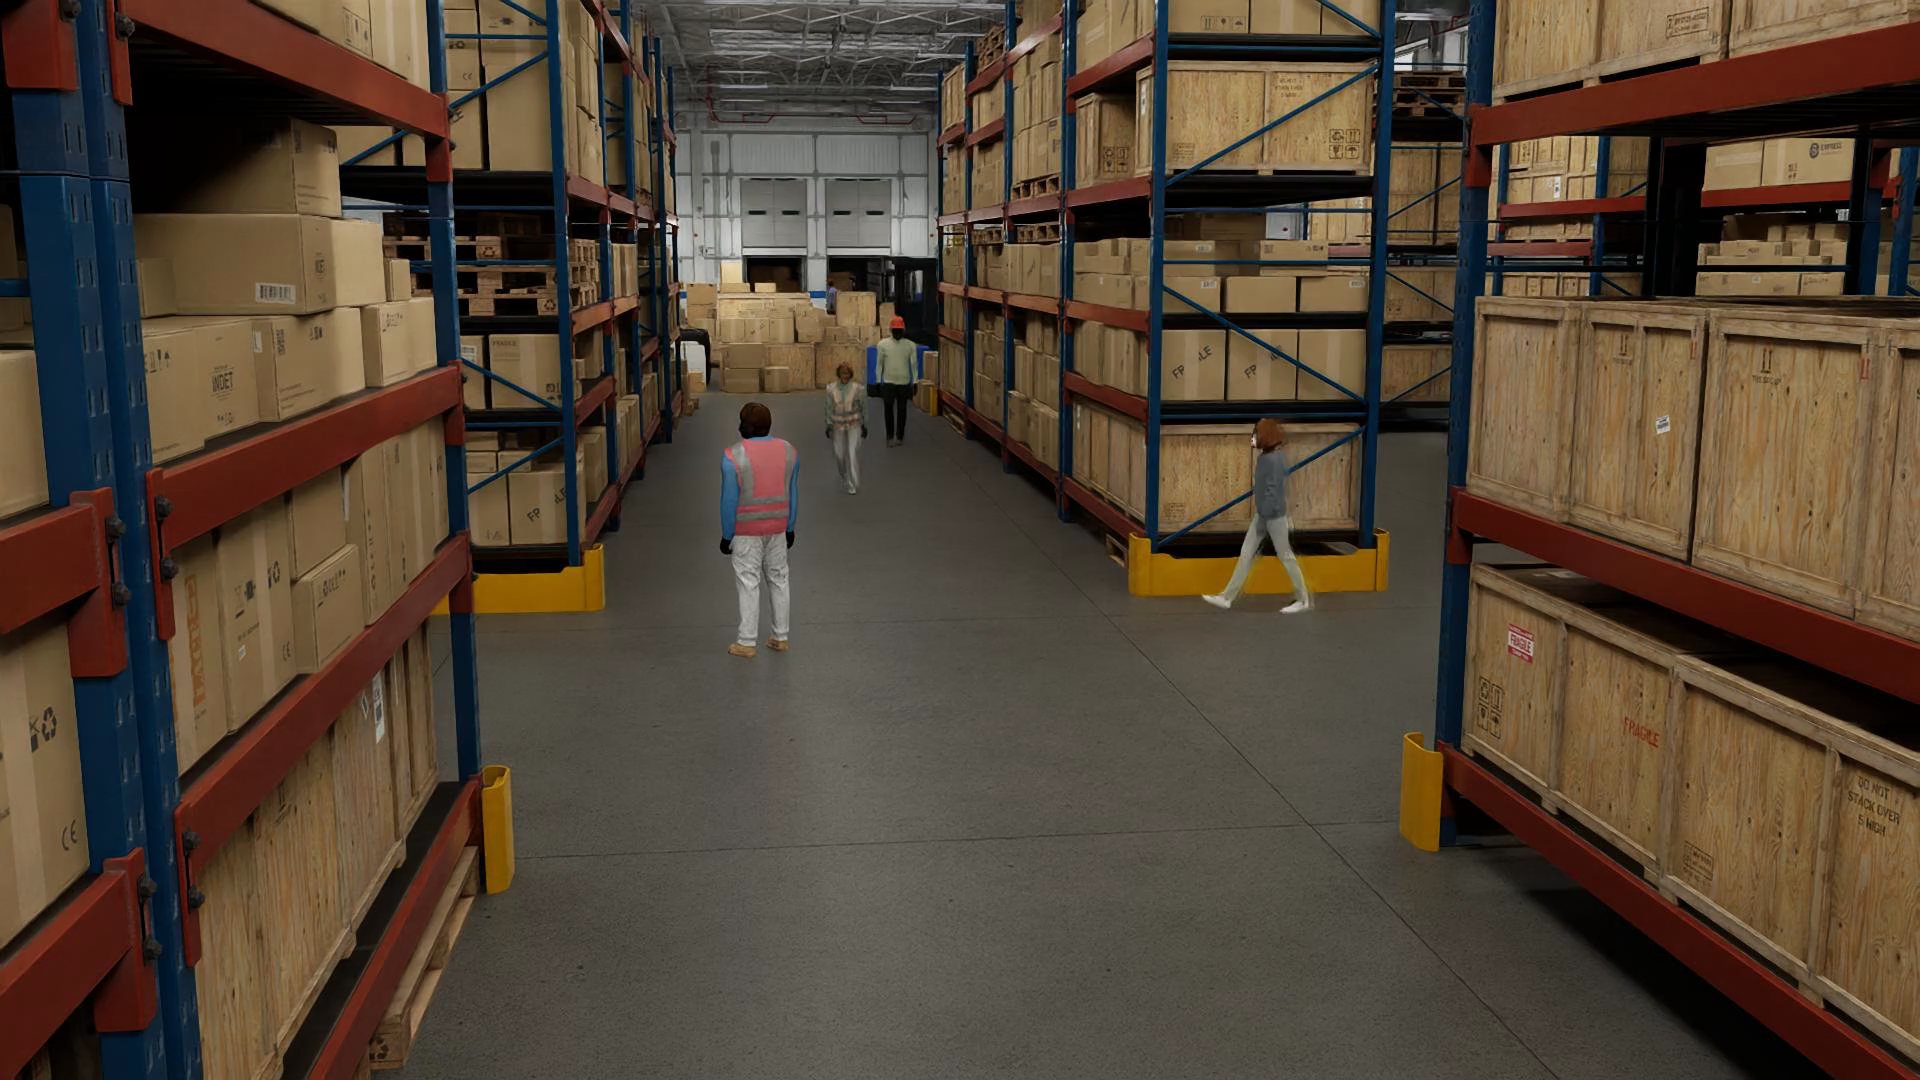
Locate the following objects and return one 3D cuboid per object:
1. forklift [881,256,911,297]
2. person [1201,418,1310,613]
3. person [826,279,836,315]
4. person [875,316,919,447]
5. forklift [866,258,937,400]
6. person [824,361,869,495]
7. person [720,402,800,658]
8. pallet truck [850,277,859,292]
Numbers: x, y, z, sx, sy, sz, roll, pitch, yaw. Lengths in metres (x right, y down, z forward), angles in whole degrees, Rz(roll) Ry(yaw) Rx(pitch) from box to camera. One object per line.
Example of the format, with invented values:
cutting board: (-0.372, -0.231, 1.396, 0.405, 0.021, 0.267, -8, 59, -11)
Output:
forklift: (-2.062, -7.792, 53.930, 1.129, 2.768, 1.873, -2, 10, -13)
person: (2.440, -0.185, 13.410, 0.881, 1.583, 0.518, -1, 10, -7)
person: (-5.321, -9.643, 67.521, 0.882, 1.905, 0.578, 2, 10, 14)
person: (-0.940, -2.362, 24.962, 0.654, 1.964, 0.836, -1, 10, -3)
forklift: (-0.924, -4.260, 33.368, 1.129, 2.768, 1.873, 8, 12, 37)
person: (-1.368, -1.367, 20.179, 0.548, 1.615, 0.484, 1, 10, 6)
person: (-1.460, -0.073, 11.999, 0.633, 1.846, 0.429, -7, 12, -37)
pallet truck: (-3.782, -9.391, 65.808, 1.885, 1.965, 0.823, 2, 10, 10)
